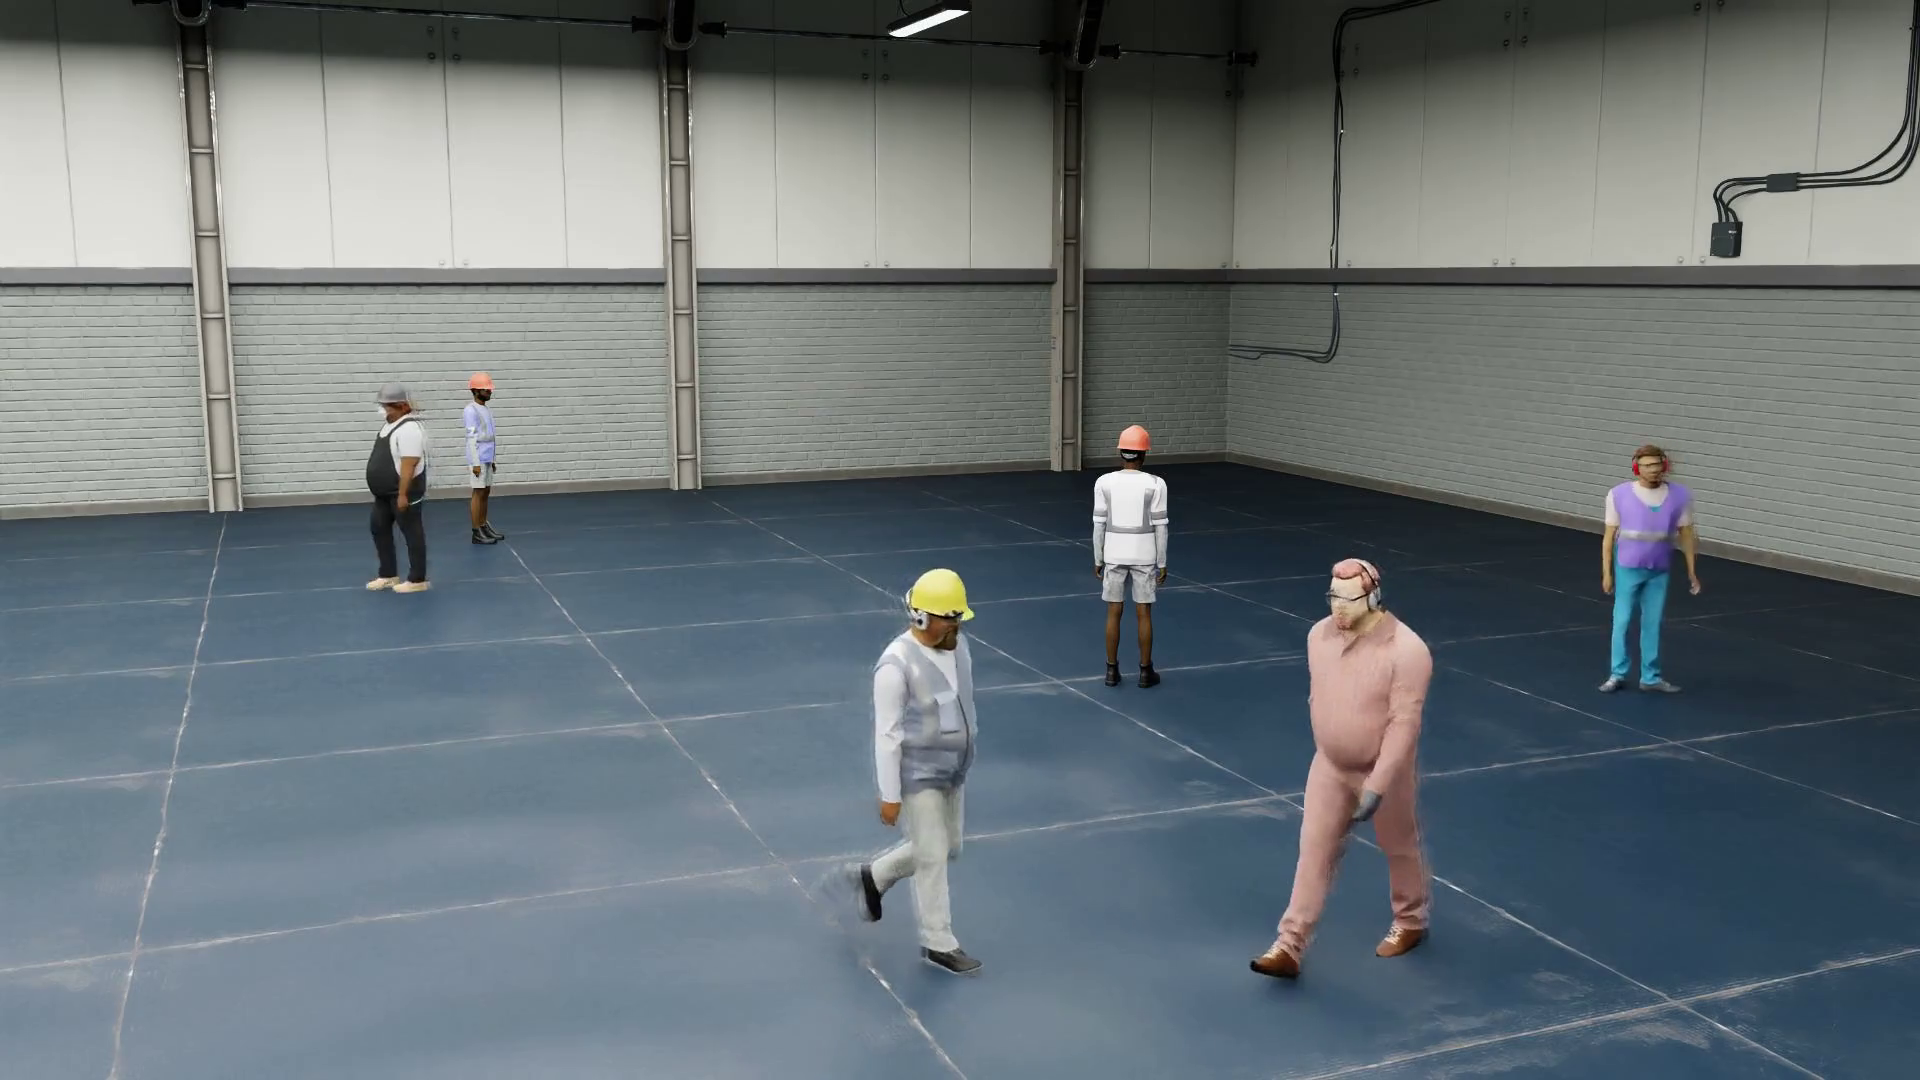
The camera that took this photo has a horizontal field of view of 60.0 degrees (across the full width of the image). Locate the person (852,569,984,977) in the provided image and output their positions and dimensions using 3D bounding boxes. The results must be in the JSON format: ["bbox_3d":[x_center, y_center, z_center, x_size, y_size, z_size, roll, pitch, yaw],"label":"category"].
[{"bbox_3d":[-0.213,0.988,7.276,0.688,1.798,0.623,6,11,33],"label":"person"}]

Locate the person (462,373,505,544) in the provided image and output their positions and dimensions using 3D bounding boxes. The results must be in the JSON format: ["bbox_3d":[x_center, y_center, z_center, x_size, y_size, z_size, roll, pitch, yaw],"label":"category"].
[{"bbox_3d":[-5.399,-0.924,18.838,0.355,1.939,0.544,0,9,3],"label":"person"}]

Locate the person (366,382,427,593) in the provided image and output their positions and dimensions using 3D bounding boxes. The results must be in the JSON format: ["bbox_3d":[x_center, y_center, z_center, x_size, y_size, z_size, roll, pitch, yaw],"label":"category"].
[{"bbox_3d":[-5.424,-0.491,15.799,0.682,2.000,0.705,-7,11,-36],"label":"person"}]

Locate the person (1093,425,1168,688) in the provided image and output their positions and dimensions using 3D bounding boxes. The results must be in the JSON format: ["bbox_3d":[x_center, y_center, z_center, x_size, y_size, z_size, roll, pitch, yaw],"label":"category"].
[{"bbox_3d":[1.261,0.124,12.263,0.553,1.935,0.365,3,9,16],"label":"person"}]

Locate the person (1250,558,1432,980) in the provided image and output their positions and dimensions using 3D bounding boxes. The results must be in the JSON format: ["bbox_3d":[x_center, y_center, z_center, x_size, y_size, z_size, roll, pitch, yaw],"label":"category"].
[{"bbox_3d":[1.710,0.988,7.157,1.057,1.838,0.638,-9,13,-44],"label":"person"}]

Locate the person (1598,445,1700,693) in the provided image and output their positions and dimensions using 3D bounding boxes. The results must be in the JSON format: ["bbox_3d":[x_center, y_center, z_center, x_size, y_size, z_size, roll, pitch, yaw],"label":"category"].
[{"bbox_3d":[4.961,0.221,12.006,0.658,1.835,0.405,0,9,1],"label":"person"}]
